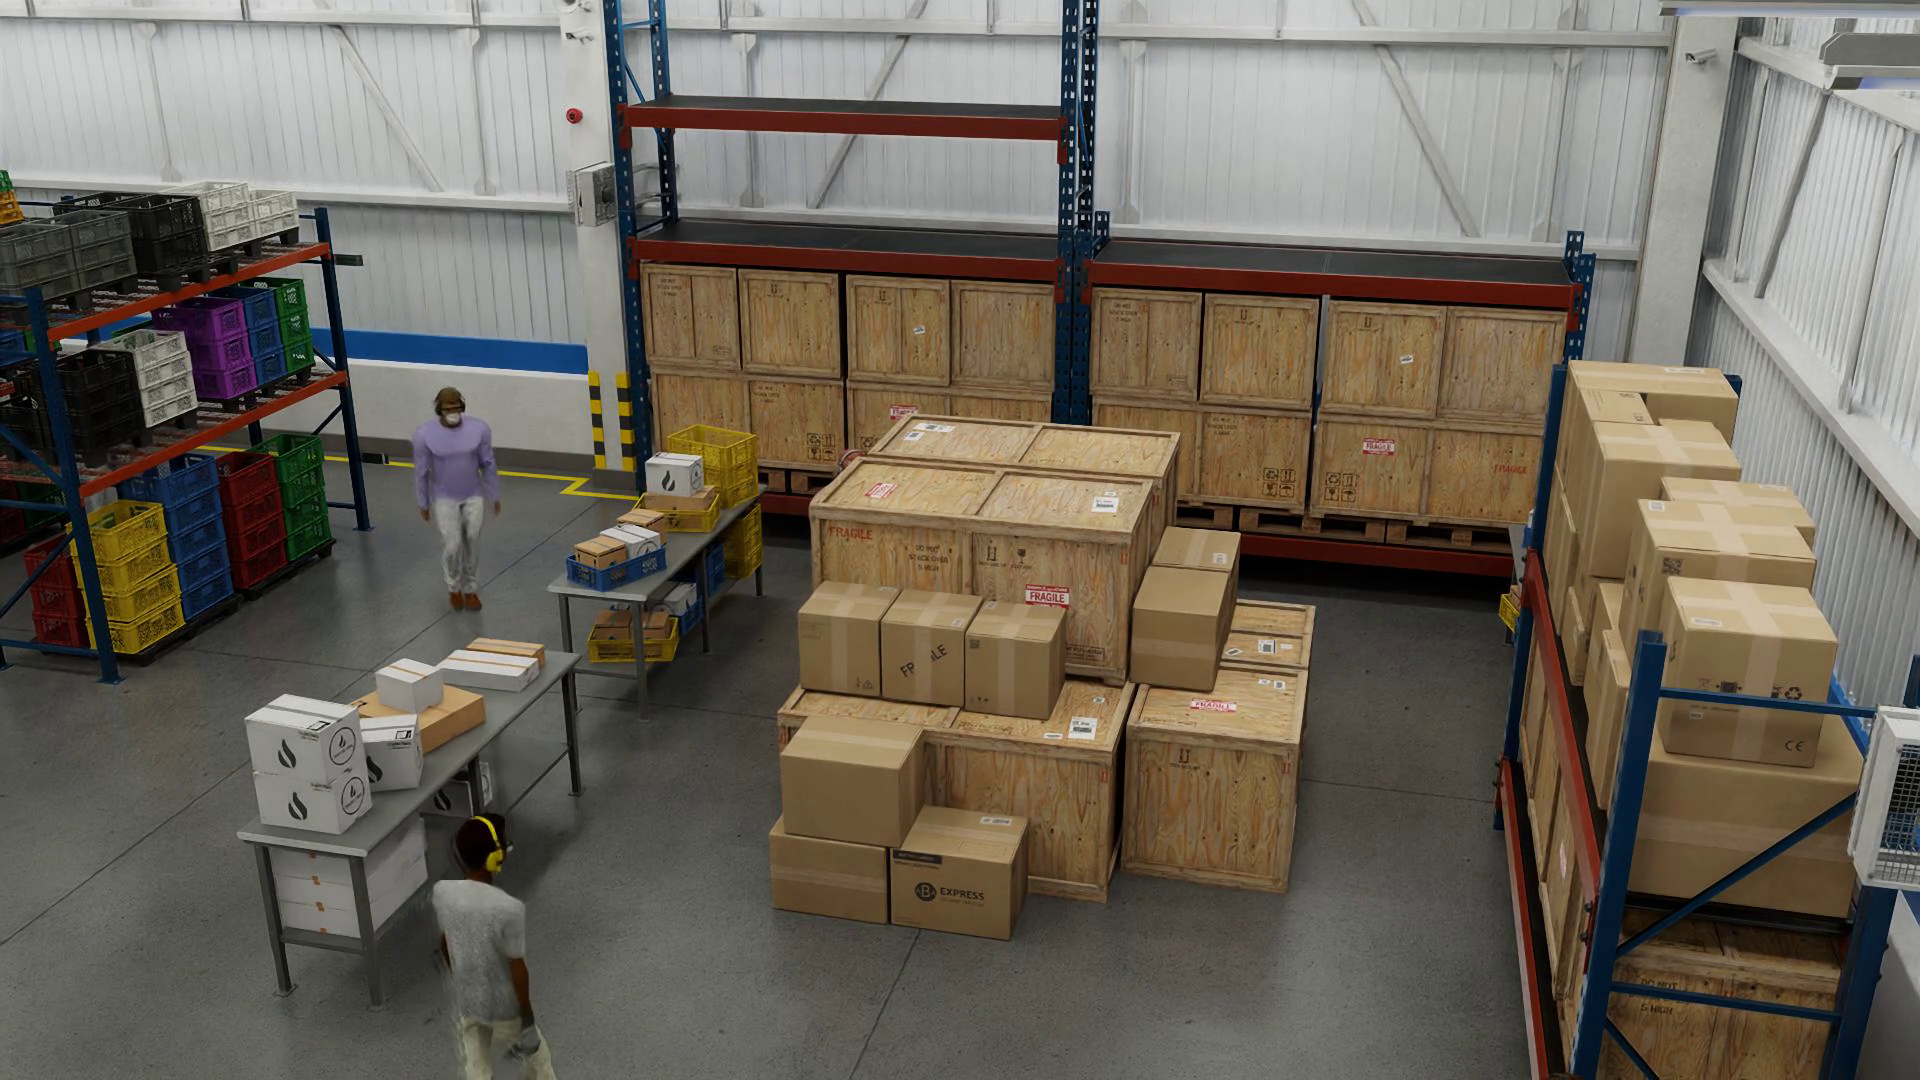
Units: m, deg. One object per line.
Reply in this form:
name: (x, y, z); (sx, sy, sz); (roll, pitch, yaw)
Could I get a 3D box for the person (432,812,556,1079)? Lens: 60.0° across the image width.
person: (-2.045, 2.025, 7.529); (0.559, 1.839, 0.791); (8, 22, 20)

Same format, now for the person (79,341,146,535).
person: (-7.784, -0.920, 15.213); (0.608, 1.853, 0.712); (-2, 21, -5)

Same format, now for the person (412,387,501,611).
person: (-4.075, -0.327, 13.566); (0.644, 1.919, 0.462); (-12, 24, -29)

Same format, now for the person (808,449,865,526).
person: (-0.773, 0.247, 12.096); (0.639, 1.902, 0.407); (-17, 27, -37)

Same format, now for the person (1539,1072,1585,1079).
person: (2.016, 2.660, 5.867); (0.429, 1.844, 0.623); (-13, 24, -30)
